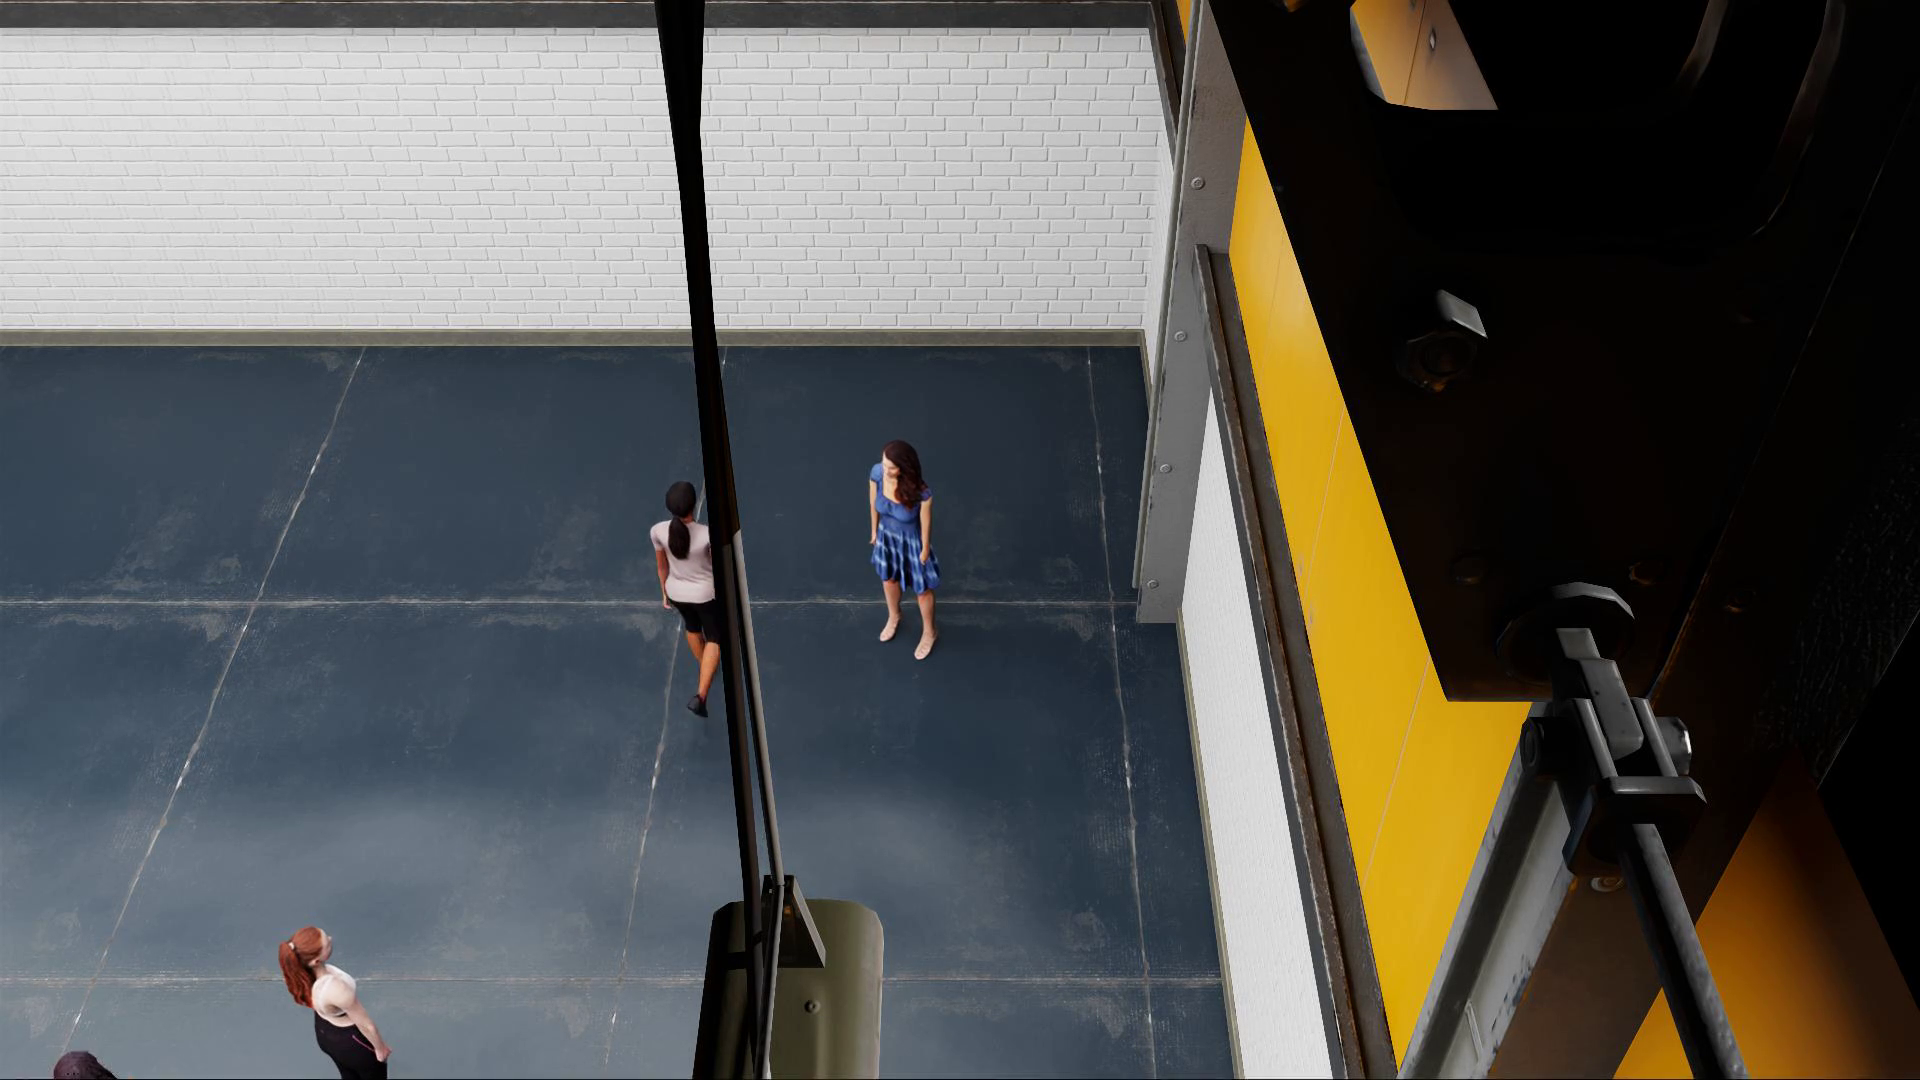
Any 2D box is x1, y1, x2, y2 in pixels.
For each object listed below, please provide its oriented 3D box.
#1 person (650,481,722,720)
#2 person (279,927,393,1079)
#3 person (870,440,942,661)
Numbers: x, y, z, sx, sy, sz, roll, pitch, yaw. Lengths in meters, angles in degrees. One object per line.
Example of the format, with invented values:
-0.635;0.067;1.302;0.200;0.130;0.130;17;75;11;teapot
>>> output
-1.691;0.402;10.439;0.691;1.727;1.031;5;44;5;person
-3.049;2.470;8.259;0.663;1.740;0.683;24;49;23;person
-0.371;0.055;10.750;0.777;1.800;0.782;23;48;23;person
